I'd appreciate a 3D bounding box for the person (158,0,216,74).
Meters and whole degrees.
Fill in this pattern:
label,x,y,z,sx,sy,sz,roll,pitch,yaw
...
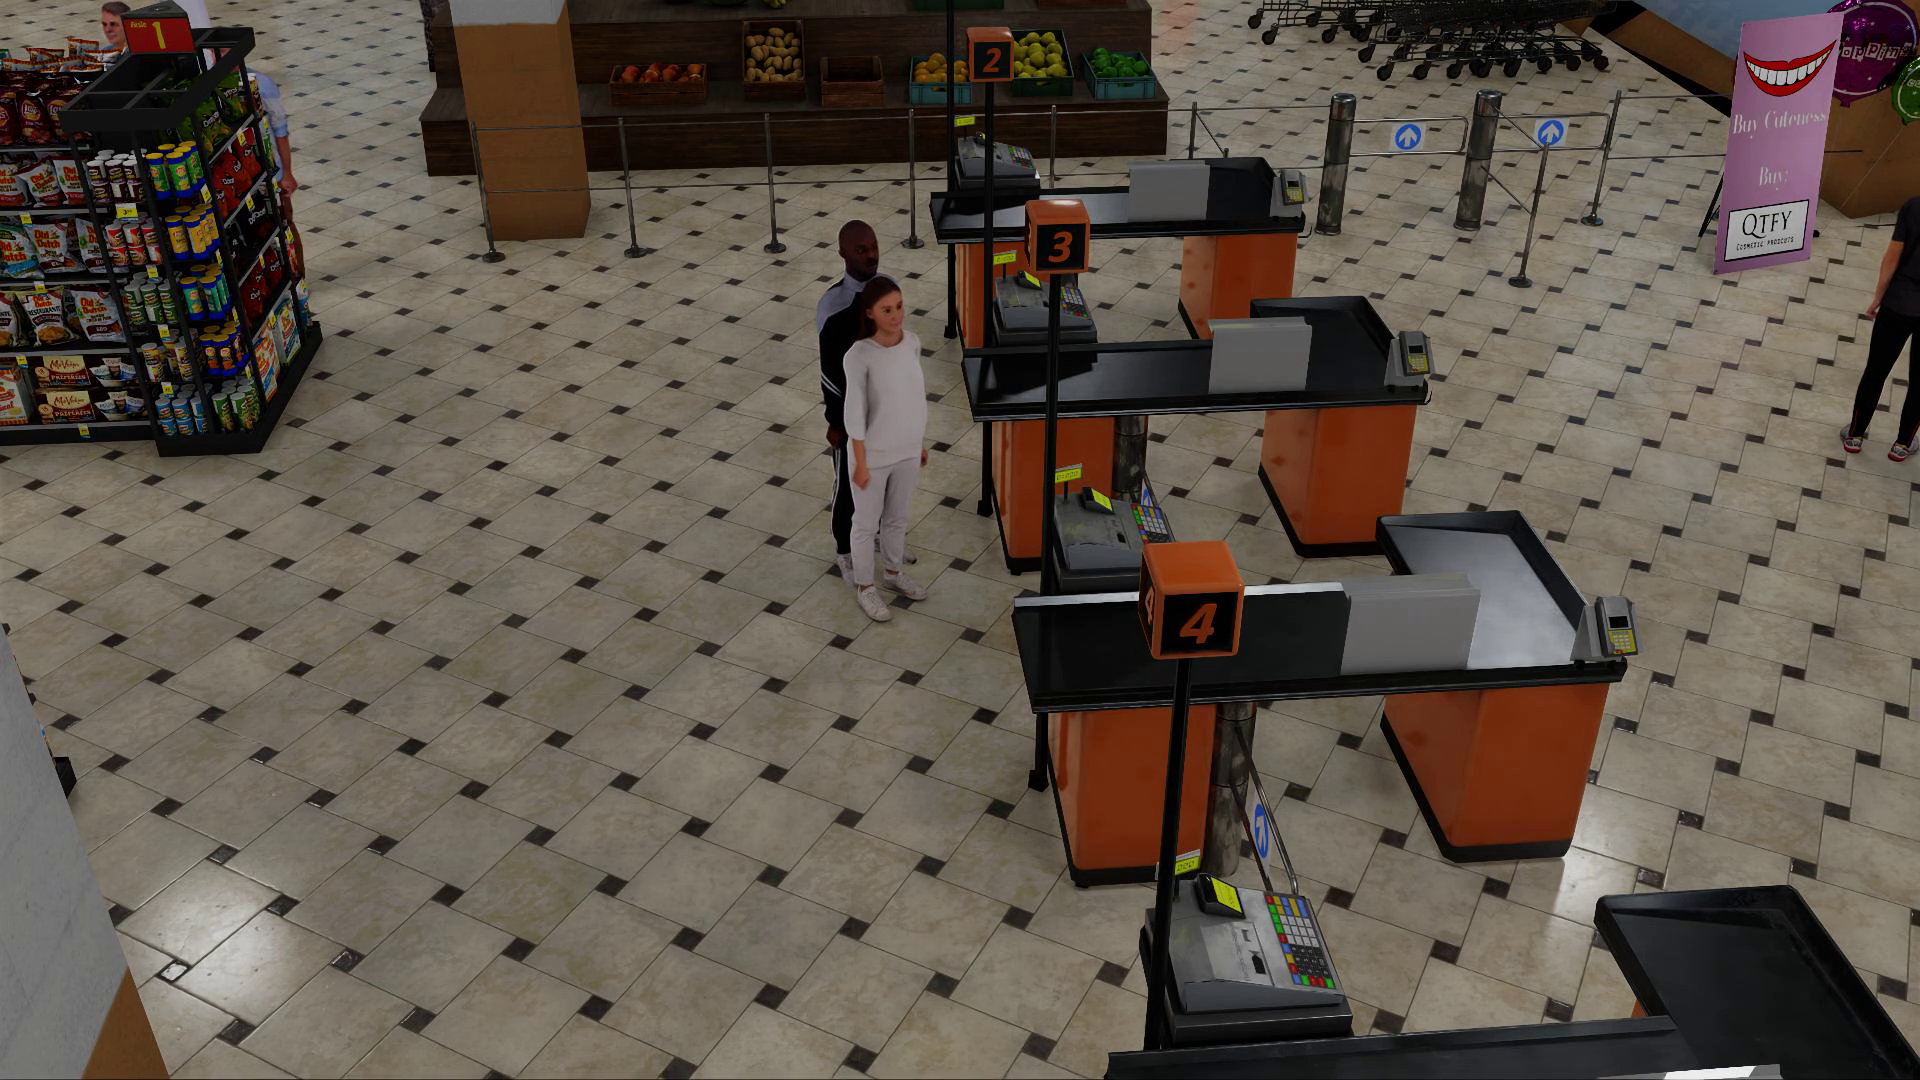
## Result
label,x,y,z,sx,sy,sz,roll,pitch,yaw
person,-7.169,-5.213,15.216,0.848,1.926,0.811,-26,40,-35

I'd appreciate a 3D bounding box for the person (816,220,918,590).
label,x,y,z,sx,sy,sz,roll,pitch,yaw
person,-0.457,-0.676,8.016,0.701,1.828,0.800,-26,40,-35

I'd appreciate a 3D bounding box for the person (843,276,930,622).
label,x,y,z,sx,sy,sz,roll,pitch,yaw
person,-0.357,-0.434,7.761,0.666,1.688,0.744,-27,41,-36

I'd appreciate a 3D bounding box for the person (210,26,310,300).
label,x,y,z,sx,sy,sz,roll,pitch,yaw
person,-4.612,-2.446,10.863,0.537,1.827,0.756,0,32,0

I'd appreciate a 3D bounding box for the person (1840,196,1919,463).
label,x,y,z,sx,sy,sz,roll,pitch,yaw
person,5.202,-1.268,9.029,0.690,1.764,0.780,18,36,26
